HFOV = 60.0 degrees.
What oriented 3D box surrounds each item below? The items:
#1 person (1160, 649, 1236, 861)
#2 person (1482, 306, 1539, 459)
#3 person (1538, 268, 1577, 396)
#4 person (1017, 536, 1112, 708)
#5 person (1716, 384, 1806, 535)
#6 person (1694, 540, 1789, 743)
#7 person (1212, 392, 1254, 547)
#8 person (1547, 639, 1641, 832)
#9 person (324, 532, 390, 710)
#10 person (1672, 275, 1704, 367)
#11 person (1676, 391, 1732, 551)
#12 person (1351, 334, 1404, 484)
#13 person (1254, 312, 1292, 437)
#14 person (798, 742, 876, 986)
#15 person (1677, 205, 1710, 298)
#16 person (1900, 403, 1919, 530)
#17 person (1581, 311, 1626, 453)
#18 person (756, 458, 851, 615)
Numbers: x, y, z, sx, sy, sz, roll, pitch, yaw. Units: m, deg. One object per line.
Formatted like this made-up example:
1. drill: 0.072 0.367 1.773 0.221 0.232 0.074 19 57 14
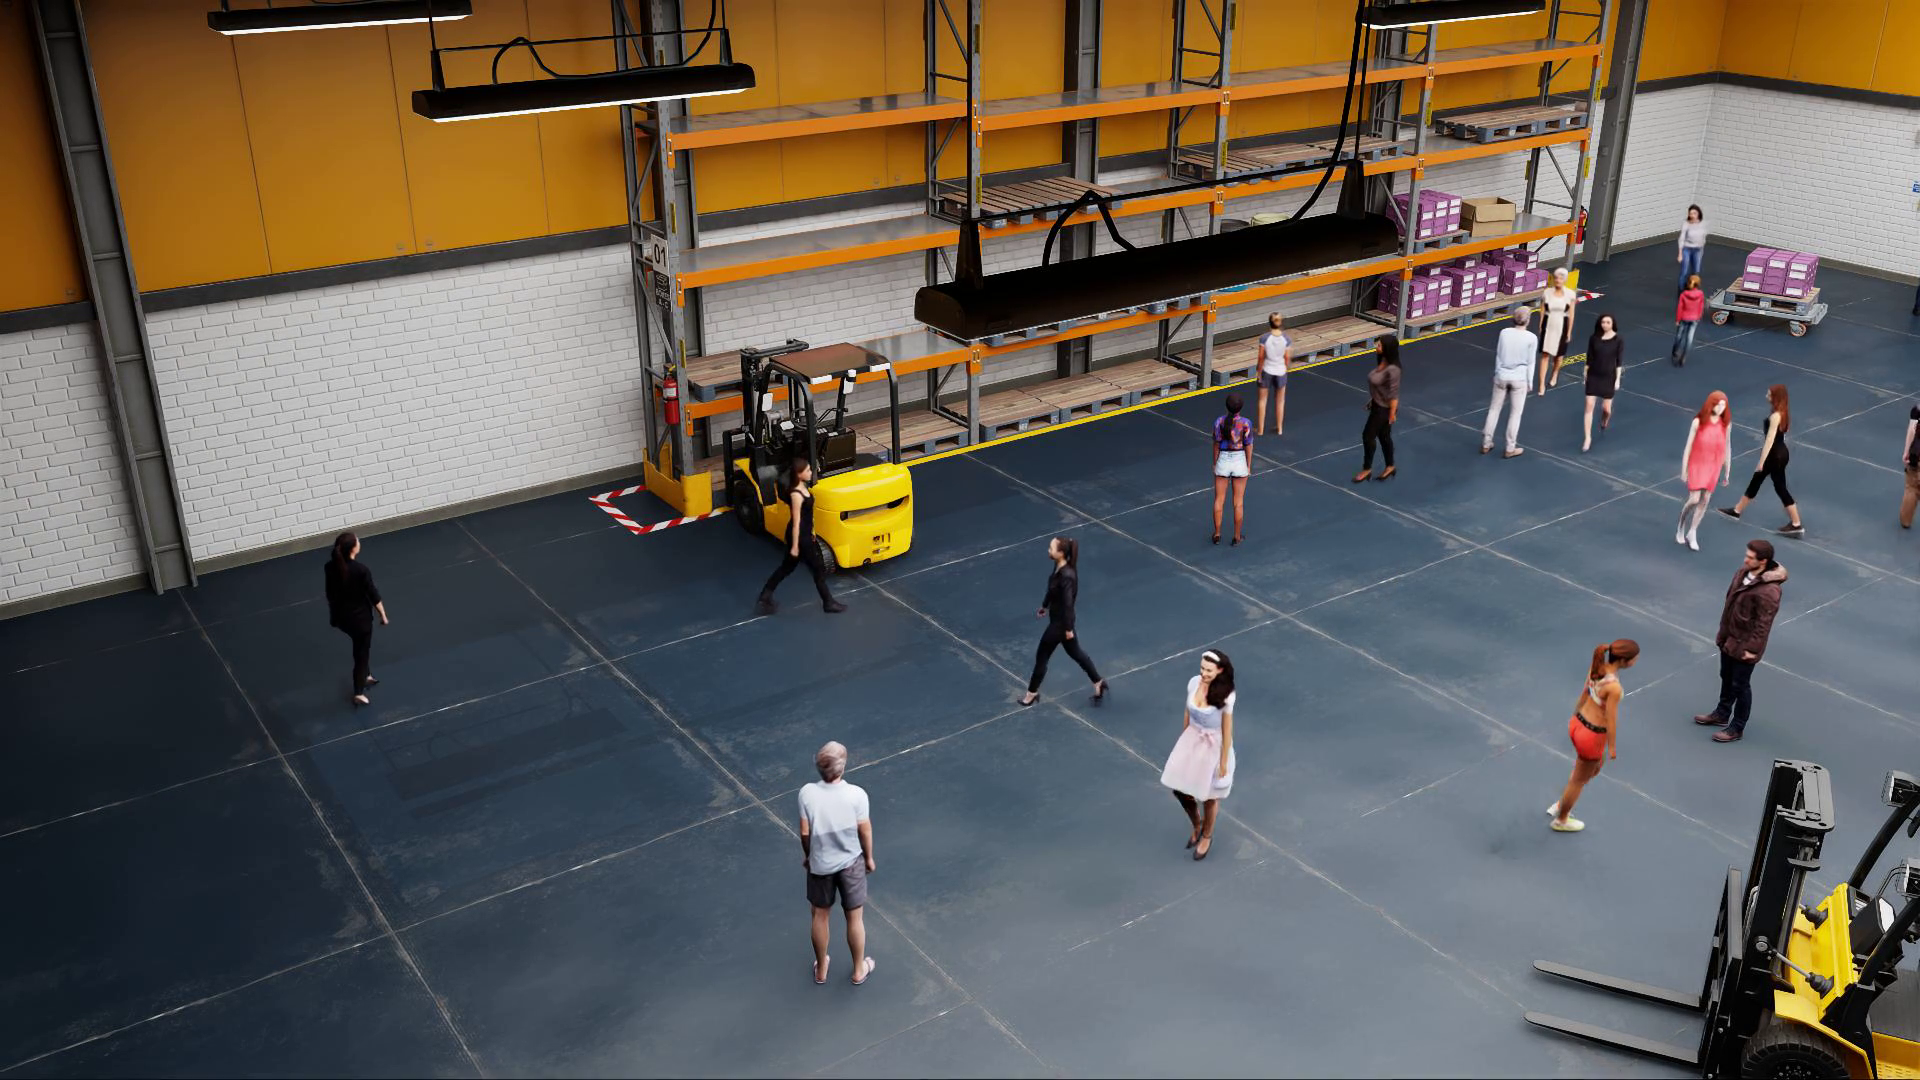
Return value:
1. person: 1.897 1.597 12.551 0.761 1.801 0.864 19 30 37
2. person: 6.825 -1.965 20.596 0.724 1.885 0.700 18 29 35
3. person: 8.219 -2.873 22.889 0.973 1.711 1.165 10 26 22
4. person: 0.982 0.744 14.659 1.141 1.676 0.995 0 24 1
5. person: 9.086 -0.864 18.328 1.007 1.683 1.177 15 28 31
6. person: 6.705 0.838 14.233 0.883 1.845 0.873 -1 24 -3
7. person: 2.941 -0.783 18.067 0.670 1.743 0.704 7 25 16
8. person: 4.753 1.527 12.763 0.789 1.760 0.768 -4 24 -8
9. person: -5.400 0.750 14.685 0.833 1.644 0.903 8 25 17
10. person: 10.553 -3.157 24.067 0.813 1.287 0.925 7 25 16
11. person: 7.988 -0.766 17.943 0.712 1.813 0.793 -1 24 -2
12. person: 5.113 -1.532 19.688 0.952 1.818 0.874 0 24 0
13. person: 4.007 -2.125 21.285 0.620 1.625 0.719 -1 24 -3
14. person: -0.837 2.181 11.179 0.720 1.830 0.794 3 24 6
15. person: 11.948 -4.699 27.206 0.728 1.599 0.812 -4 24 -10
16. person: 10.640 -0.896 18.232 0.982 1.819 1.134 11 26 23
17. person: 8.023 -1.983 20.761 0.814 1.784 0.983 14 27 29
18. person: -1.661 0.000 16.396 1.233 1.646 1.016 -1 24 -2
